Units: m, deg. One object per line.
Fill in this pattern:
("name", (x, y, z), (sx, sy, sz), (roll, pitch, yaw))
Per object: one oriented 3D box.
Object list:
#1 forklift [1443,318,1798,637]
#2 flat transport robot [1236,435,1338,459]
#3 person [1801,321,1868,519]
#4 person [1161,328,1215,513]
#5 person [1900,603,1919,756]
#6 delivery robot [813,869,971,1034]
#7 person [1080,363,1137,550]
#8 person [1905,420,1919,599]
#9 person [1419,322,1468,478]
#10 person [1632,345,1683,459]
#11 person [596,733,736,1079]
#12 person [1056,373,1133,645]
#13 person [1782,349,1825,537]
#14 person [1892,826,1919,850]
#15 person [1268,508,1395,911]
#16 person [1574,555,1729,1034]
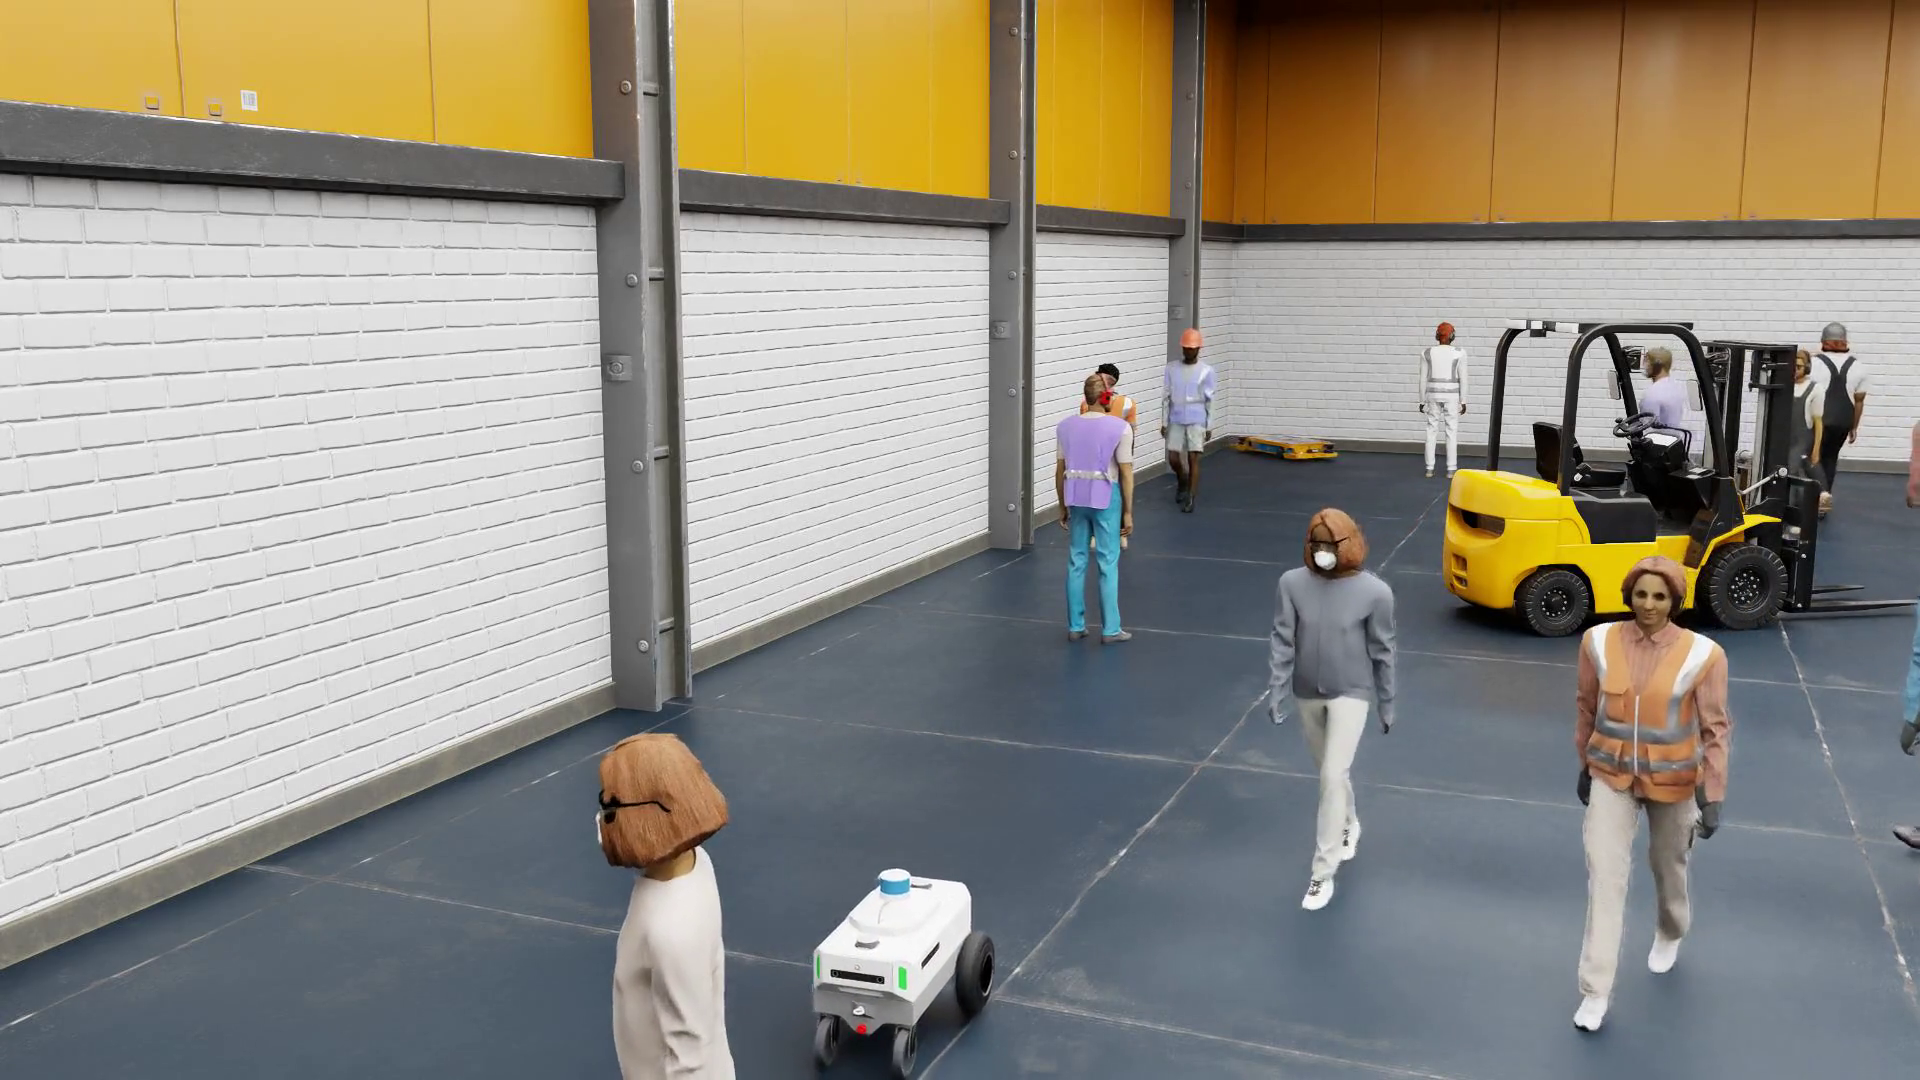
("forklift", (4.706, -0.497, 11.990), (2.313, 2.155, 1.214), (-2, 10, -10))
("flat transport robot", (4.402, -1.267, 22.468), (0.652, 0.197, 1.431), (-4, 10, -24))
("person", (8.831, -1.234, 16.918), (0.677, 2.000, 0.862), (0, 9, 3))
("person", (2.382, -1.247, 17.362), (0.563, 1.918, 0.464), (3, 10, 18))
("person", (3.960, 0.714, 6.461), (0.511, 1.598, 0.802), (6, 11, 32))
("delivery robot", (-0.215, 1.340, 5.528), (0.477, 0.478, 0.707), (3, 10, 18))
("person", (1.334, -0.749, 15.047), (0.537, 1.693, 0.319), (0, 9, -2))
("person", (7.441, -0.380, 12.626), (0.522, 1.744, 0.402), (-1, 9, -8))
("person", (5.861, -1.696, 20.184), (0.574, 1.887, 0.355), (5, 10, 26))
("person", (5.962, -0.697, 14.107), (0.983, 1.905, 0.638), (7, 12, 36))
("person", (-0.595, 1.193, 3.444), (0.268, 1.630, 0.507), (-2, 10, -10))
("person", (0.904, -0.205, 11.287), (0.563, 1.841, 0.390), (6, 11, 31))
("person", (7.819, -0.892, 15.578), (0.926, 1.812, 0.525), (-6, 11, -32))
("person", (4.445, 0.599, 6.858), (0.555, 1.689, 0.920), (-6, 11, -32))
("person", (1.560, 0.644, 6.933), (0.498, 1.595, 0.837), (7, 11, 35))
("person", (2.402, 0.828, 5.784), (0.523, 1.591, 0.895), (7, 11, 35))
